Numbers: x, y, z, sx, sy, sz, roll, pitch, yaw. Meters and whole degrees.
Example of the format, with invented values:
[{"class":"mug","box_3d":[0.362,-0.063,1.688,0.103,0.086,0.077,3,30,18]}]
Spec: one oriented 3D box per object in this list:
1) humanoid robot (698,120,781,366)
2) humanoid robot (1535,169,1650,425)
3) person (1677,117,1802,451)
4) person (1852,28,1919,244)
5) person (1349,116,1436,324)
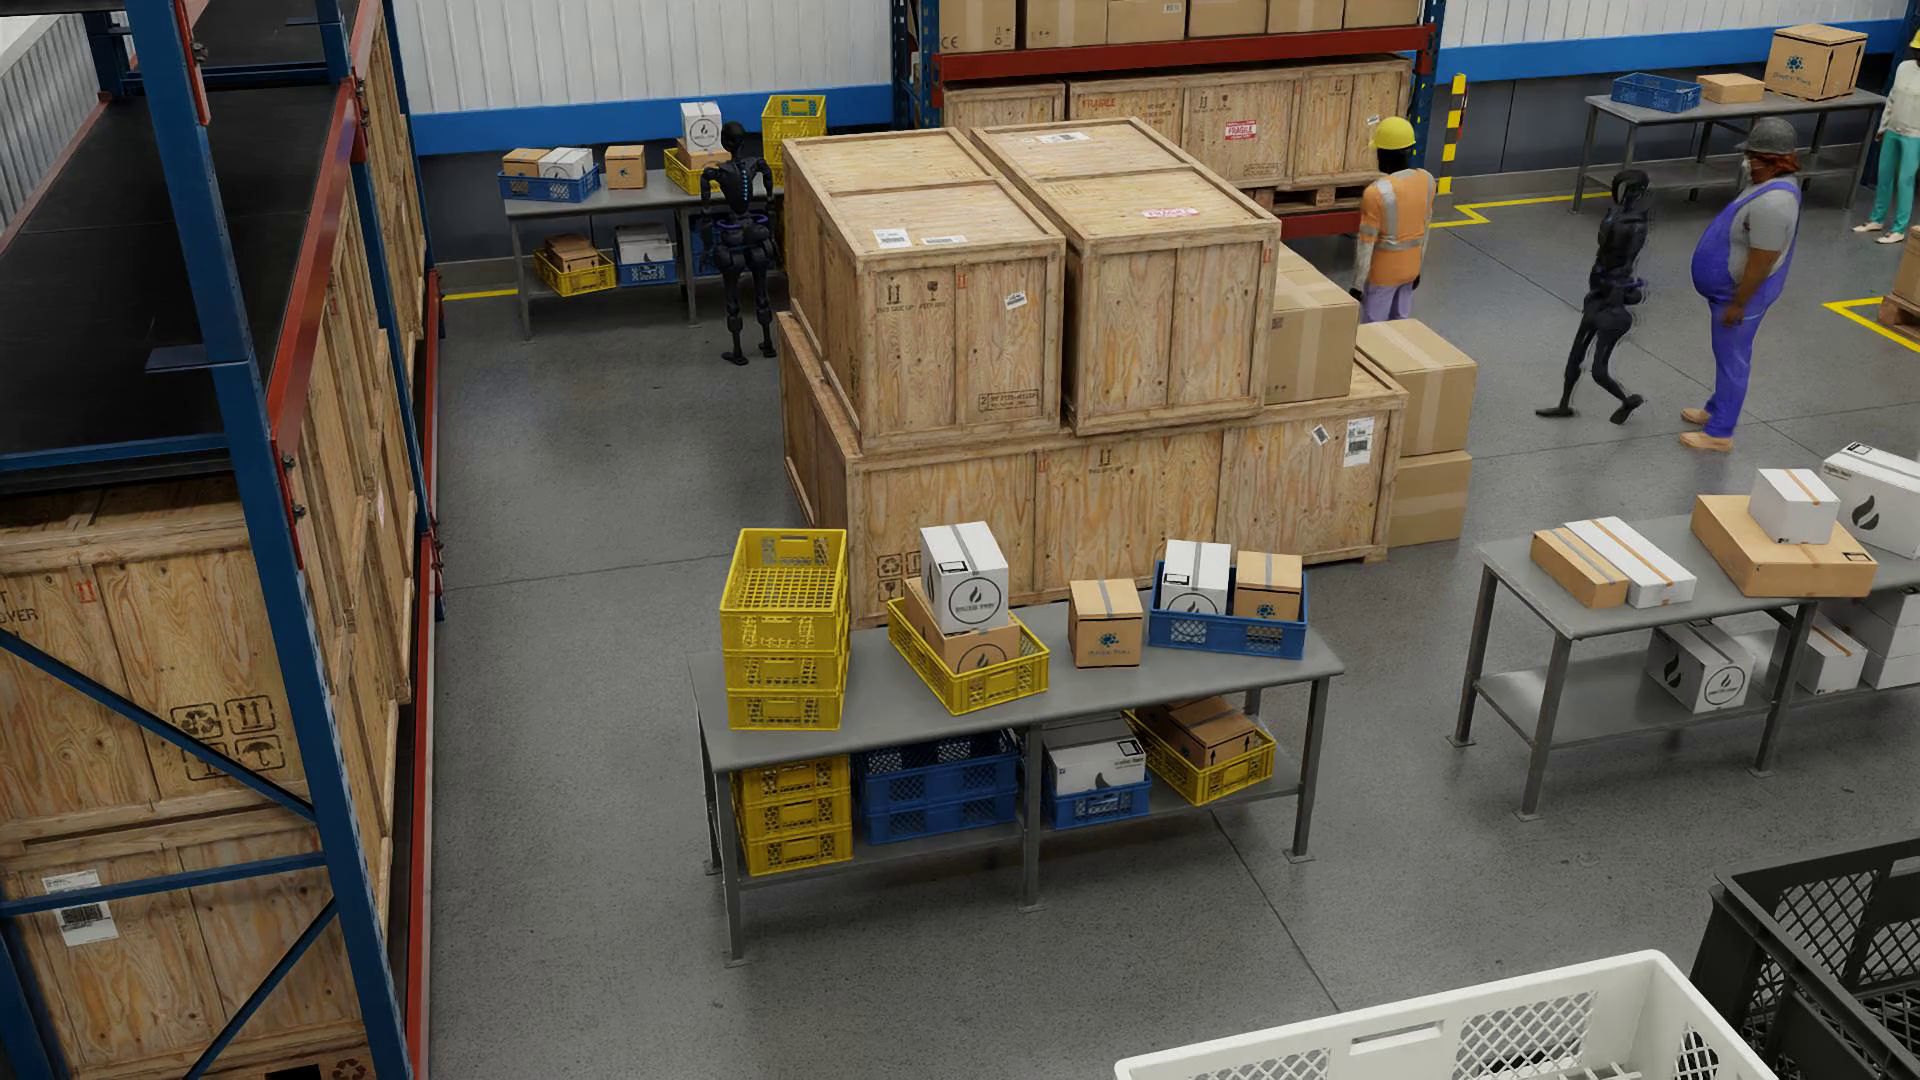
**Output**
[{"class":"humanoid robot","box_3d":[-1.498,-2.027,11.322,0.589,1.657,0.327,-18,33,-29]},{"class":"humanoid robot","box_3d":[4.067,-1.493,10.372,0.577,1.640,0.606,-2,29,-4]},{"class":"person","box_3d":[4.710,-1.554,10.102,0.537,2.000,0.687,13,31,22]},{"class":"person","box_3d":[7.721,-3.321,13.603,0.339,1.757,0.539,-8,30,-15]},{"class":"person","box_3d":[2.691,-1.712,10.522,0.588,1.914,0.421,-19,34,-31]}]
